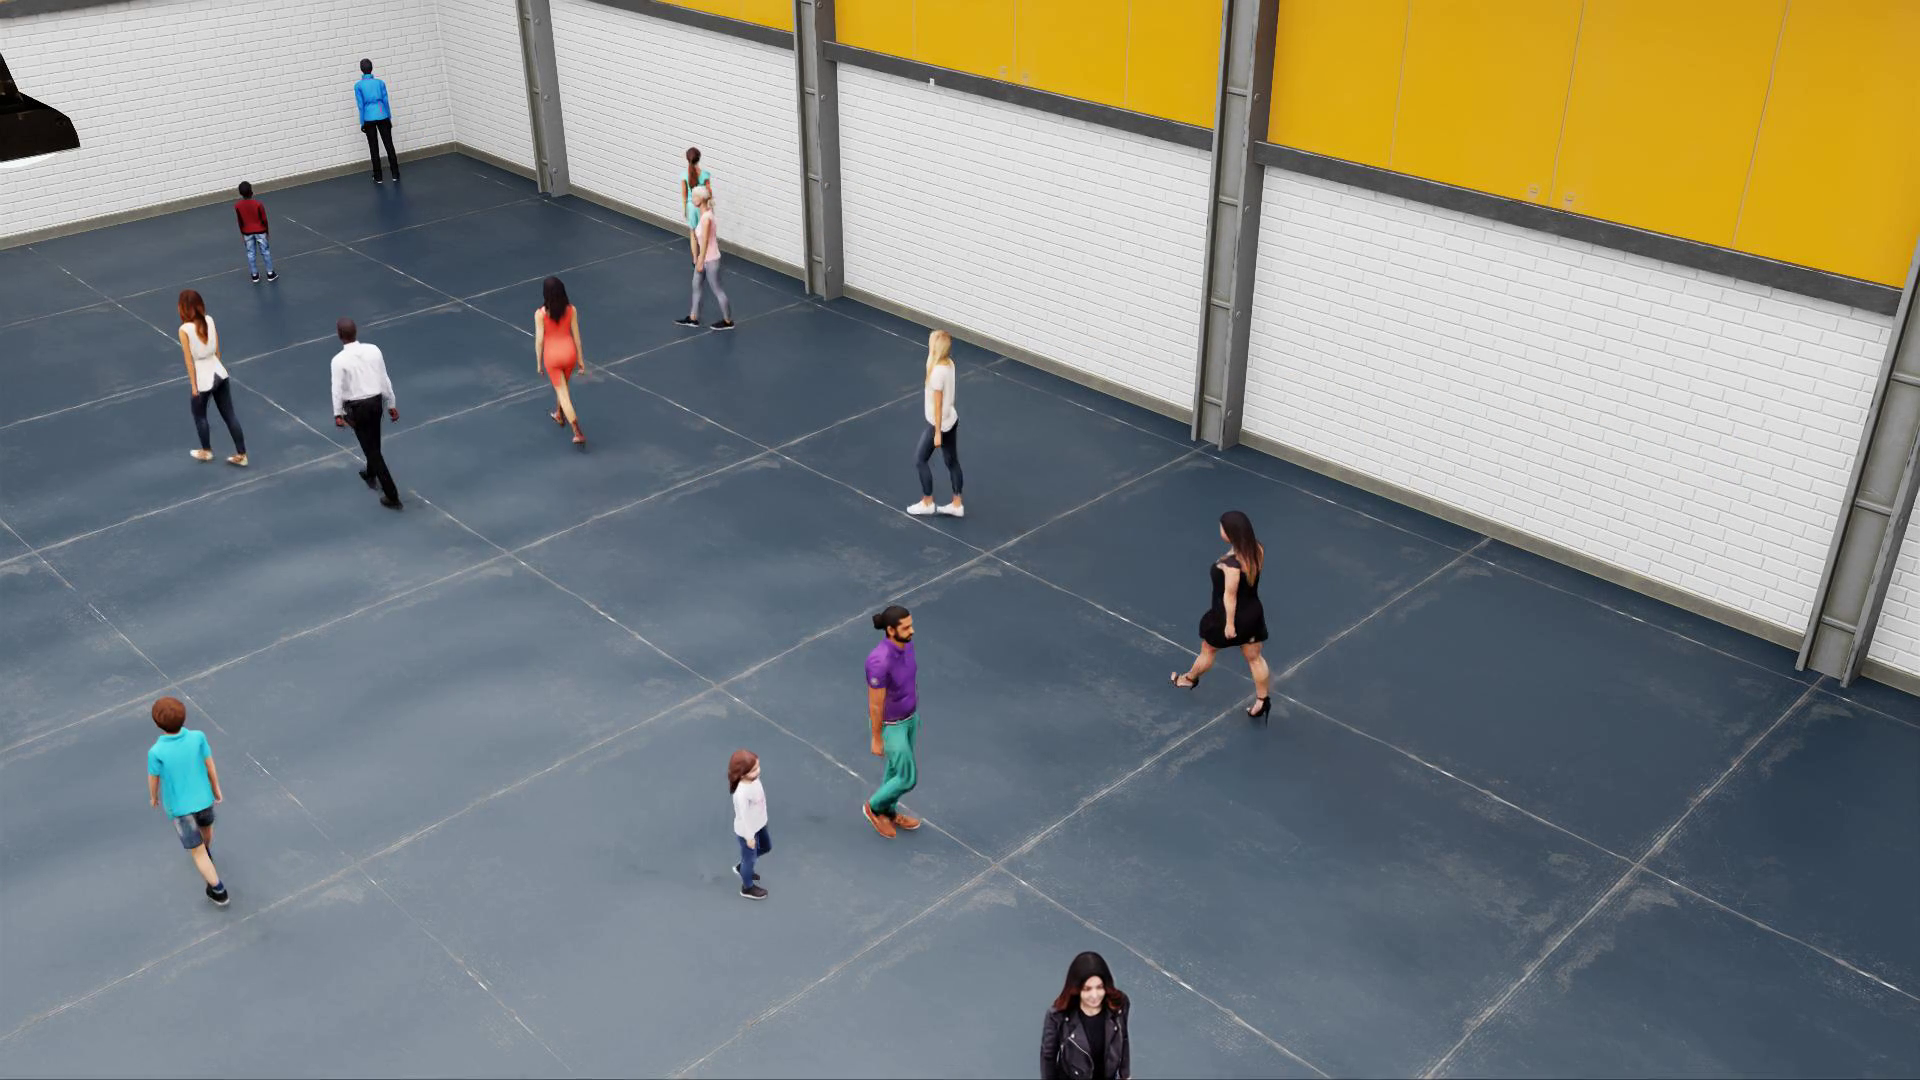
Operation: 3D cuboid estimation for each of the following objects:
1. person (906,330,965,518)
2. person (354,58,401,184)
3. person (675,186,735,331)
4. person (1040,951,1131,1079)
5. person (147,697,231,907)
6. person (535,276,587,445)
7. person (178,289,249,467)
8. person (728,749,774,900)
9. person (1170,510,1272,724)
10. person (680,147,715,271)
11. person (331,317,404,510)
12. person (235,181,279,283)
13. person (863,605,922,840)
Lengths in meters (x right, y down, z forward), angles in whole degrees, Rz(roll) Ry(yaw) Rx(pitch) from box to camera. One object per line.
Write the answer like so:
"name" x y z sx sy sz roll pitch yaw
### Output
"person" -0.076 -1.005 14.906 0.876 1.796 0.804 9 30 16
"person" -8.540 -6.137 24.319 0.671 1.792 0.638 -14 32 -24
"person" -2.782 -3.214 19.053 0.919 1.704 0.934 -6 29 -10
"person" 0.611 2.708 8.271 0.710 1.632 0.706 -9 30 -17
"person" -4.811 1.656 10.430 0.946 1.411 0.562 23 36 35
"person" -3.907 -1.728 16.356 0.734 1.676 1.150 -18 33 -30
"person" -7.086 -1.501 15.851 0.953 1.763 0.783 14 31 23
"person" -1.378 1.783 10.519 0.584 1.102 0.533 8 30 15
"person" 2.098 0.605 12.088 1.070 1.669 0.754 22 36 35
"person" -3.307 -4.191 20.996 0.639 1.558 0.694 -1 29 -2
"person" -5.340 -1.114 15.090 1.049 1.810 0.694 24 37 37
"person" -8.772 -3.836 20.662 0.573 1.254 0.608 -7 29 -13
"person" -0.514 1.183 10.937 0.779 1.756 0.743 12 31 21
